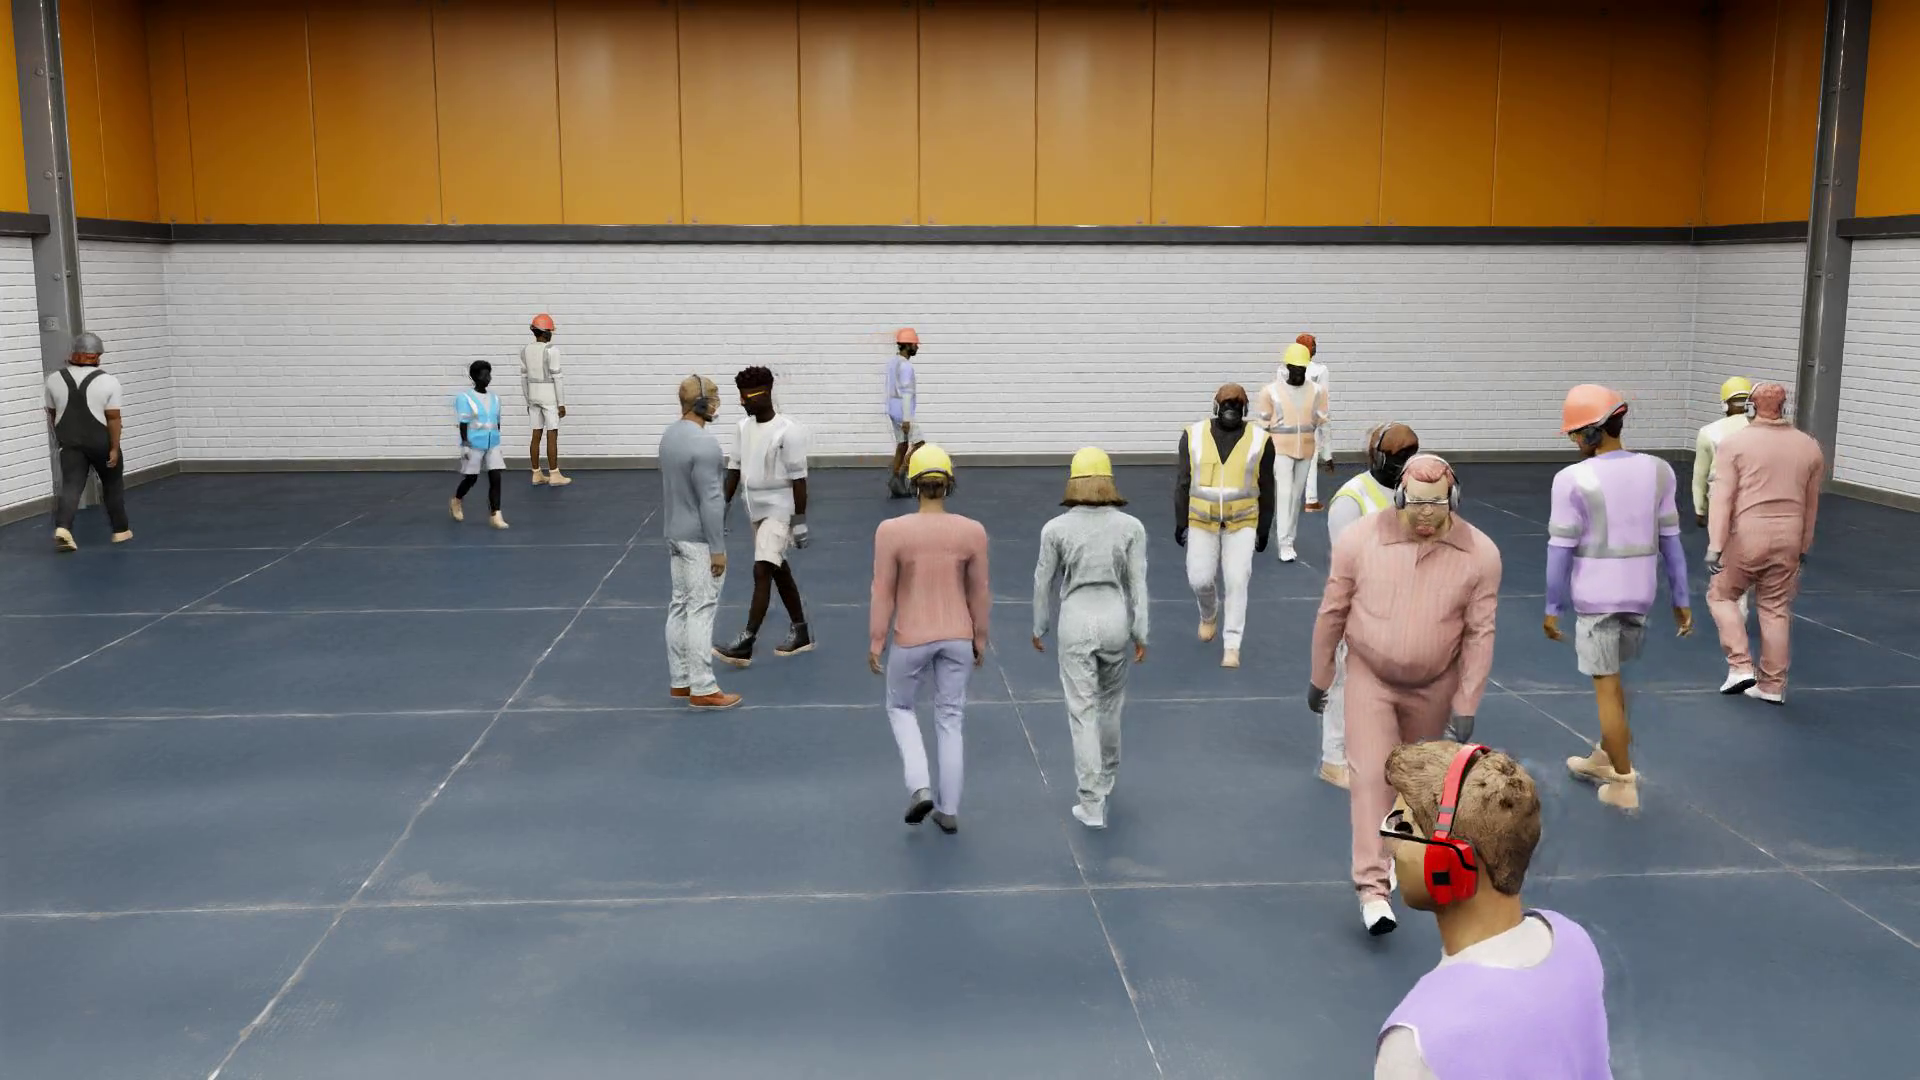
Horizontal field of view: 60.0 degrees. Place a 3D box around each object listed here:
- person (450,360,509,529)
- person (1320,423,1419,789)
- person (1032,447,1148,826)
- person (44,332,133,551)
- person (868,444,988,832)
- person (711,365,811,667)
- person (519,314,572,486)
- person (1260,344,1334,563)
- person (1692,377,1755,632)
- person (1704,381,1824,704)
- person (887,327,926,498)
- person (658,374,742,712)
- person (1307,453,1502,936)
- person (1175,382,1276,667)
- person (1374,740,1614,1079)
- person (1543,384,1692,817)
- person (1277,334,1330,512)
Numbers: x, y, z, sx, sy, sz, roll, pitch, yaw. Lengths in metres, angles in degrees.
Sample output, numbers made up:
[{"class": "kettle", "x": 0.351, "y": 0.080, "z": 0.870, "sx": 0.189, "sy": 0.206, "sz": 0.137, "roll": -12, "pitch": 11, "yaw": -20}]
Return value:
[{"class": "person", "x": -4.778, "y": -0.951, "z": 16.460, "sx": 0.717, "sy": 1.677, "sz": 0.535, "roll": 8, "pitch": 12, "yaw": 41}, {"class": "person", "x": 2.062, "y": 0.358, "z": 7.859, "sx": 0.652, "sy": 1.799, "sz": 0.915, "roll": -5, "pitch": 10, "yaw": -30}, {"class": "person", "x": 0.595, "y": 0.421, "z": 7.756, "sx": 0.508, "sy": 1.697, "sz": 0.802, "roll": -1, "pitch": 9, "yaw": -6}, {"class": "person", "x": -8.020, "y": -0.938, "z": 15.251, "sx": 0.678, "sy": 2.000, "sz": 1.008, "roll": -1, "pitch": 9, "yaw": -7}, {"class": "person", "x": -0.147, "y": 0.444, "z": 7.487, "sx": 0.584, "sy": 1.743, "sz": 0.415, "roll": -3, "pitch": 9, "yaw": -17}, {"class": "person", "x": -1.332, "y": -0.154, "z": 10.713, "sx": 0.963, "sy": 1.909, "sz": 0.607, "roll": -8, "pitch": 12, "yaw": -41}, {"class": "person", "x": -4.935, "y": -1.663, "z": 19.795, "sx": 0.606, "sy": 2.044, "sz": 0.373, "roll": 5, "pitch": 10, "yaw": 28}, {"class": "person", "x": 2.953, "y": -0.746, "z": 14.502, "sx": 0.593, "sy": 1.893, "sz": 0.851, "roll": -1, "pitch": 9, "yaw": -8}, {"class": "person", "x": 5.461, "y": -0.250, "z": 11.718, "sx": 0.609, "sy": 1.781, "sz": 0.833, "roll": 1, "pitch": 9, "yaw": 8}, {"class": "person", "x": 4.664, "y": 0.022, "z": 9.726, "sx": 0.720, "sy": 1.885, "sz": 0.442, "roll": -1, "pitch": 9, "yaw": -8}, {"class": "person", "x": -0.599, "y": -1.404, "z": 18.545, "sx": 0.418, "sy": 1.919, "sz": 0.580, "roll": -3, "pitch": 9, "yaw": -17}, {"class": "person", "x": -1.521, "y": 0.013, "z": 9.597, "sx": 0.355, "sy": 1.936, "sz": 0.635, "roll": -6, "pitch": 11, "yaw": -32}, {"class": "person", "x": 1.700, "y": 0.576, "z": 6.395, "sx": 0.706, "sy": 1.825, "sz": 1.026, "roll": 1, "pitch": 9, "yaw": 6}, {"class": "person", "x": 1.716, "y": -0.117, "z": 10.773, "sx": 0.640, "sy": 1.821, "sz": 0.586, "roll": 2, "pitch": 9, "yaw": 13}, {"class": "person", "x": 0.689, "y": 1.193, "z": 2.588, "sx": 0.929, "sy": 1.799, "sz": 0.589, "roll": 6, "pitch": 11, "yaw": 35}, {"class": "person", "x": 3.029, "y": 0.262, "z": 7.876, "sx": 0.692, "sy": 1.990, "sz": 0.804, "roll": -2, "pitch": 9, "yaw": -14}, {"class": "person", "x": 3.628, "y": -1.235, "z": 17.601, "sx": 0.585, "sy": 1.882, "sz": 0.343, "roll": 5, "pitch": 10, "yaw": 30}]
